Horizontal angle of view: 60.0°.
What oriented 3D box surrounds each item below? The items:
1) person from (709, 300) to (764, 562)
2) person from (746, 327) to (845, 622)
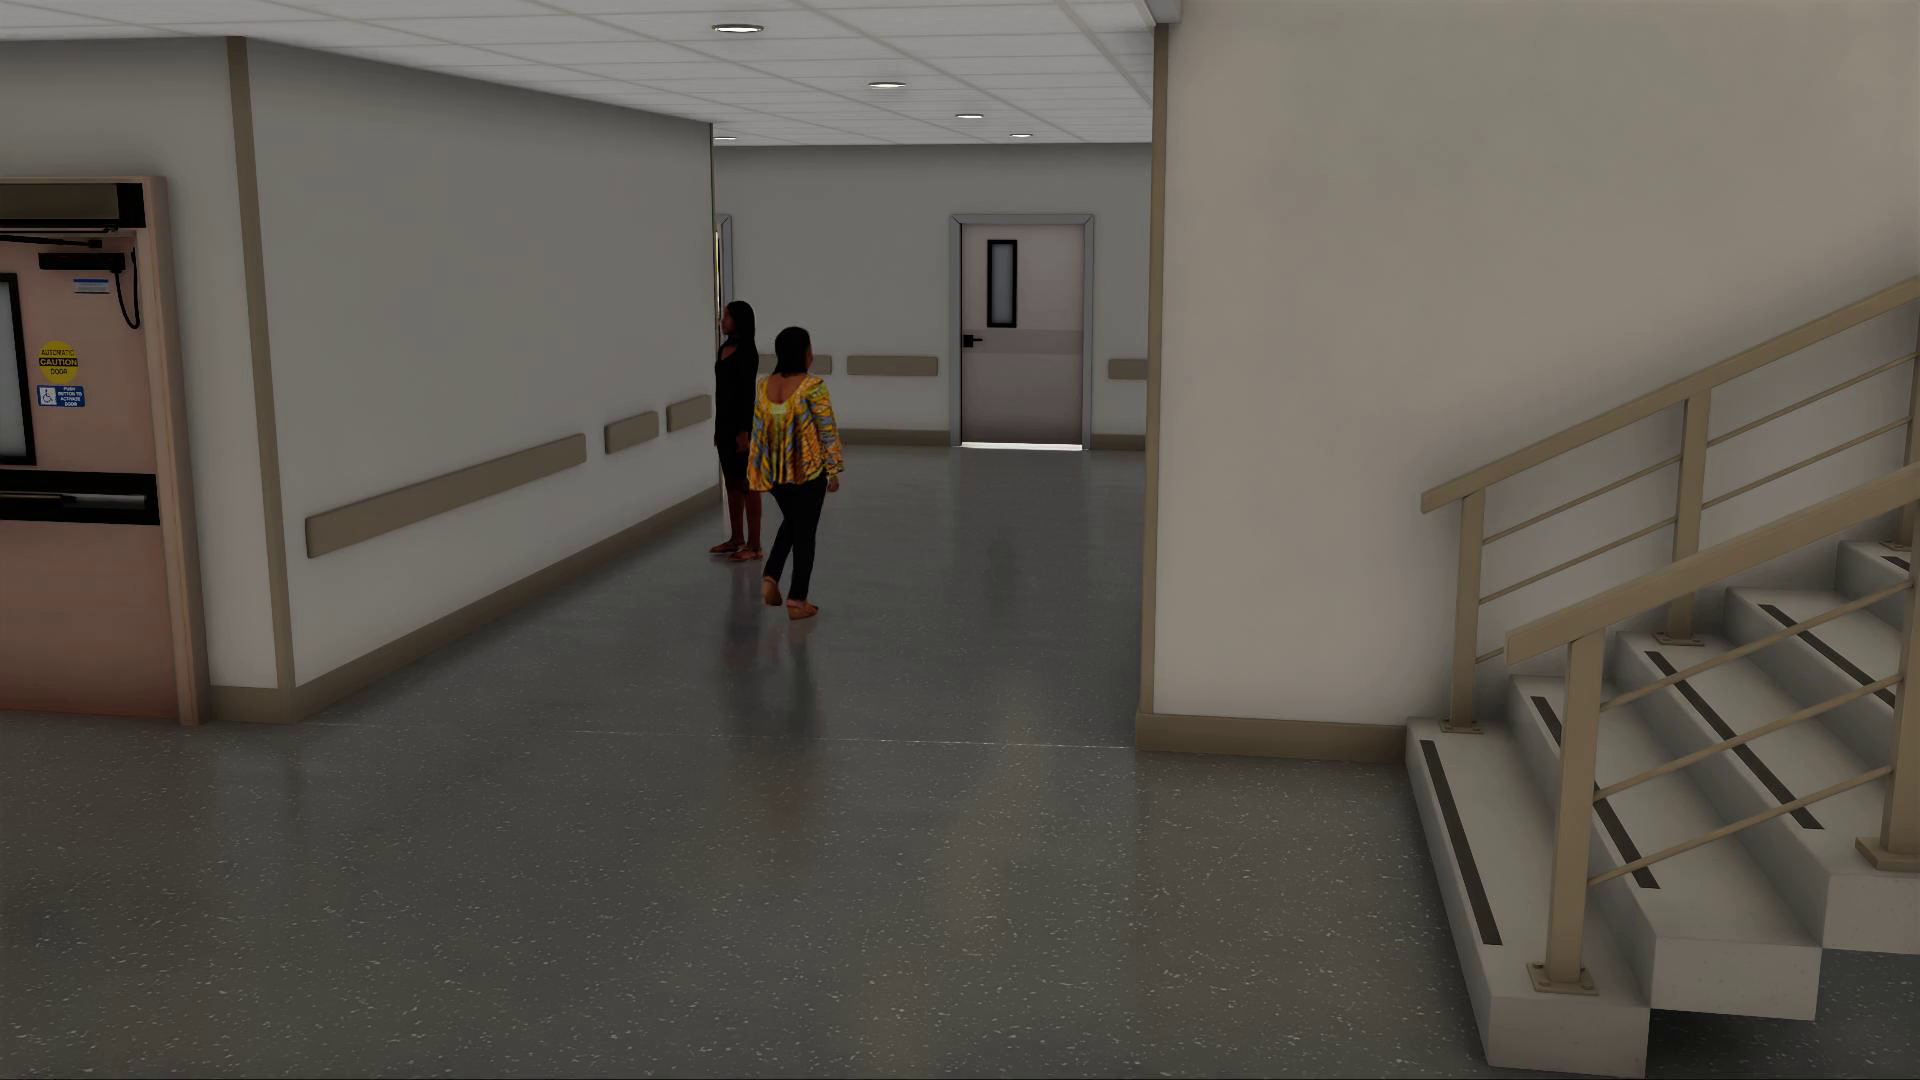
[{"bbox_3d":[-1.488,-0.733,11.100,0.728,1.720,0.676,-7,13,-33],"label":"person"},{"bbox_3d":[-0.966,-0.353,9.297,0.837,1.646,0.915,8,13,35],"label":"person"}]
